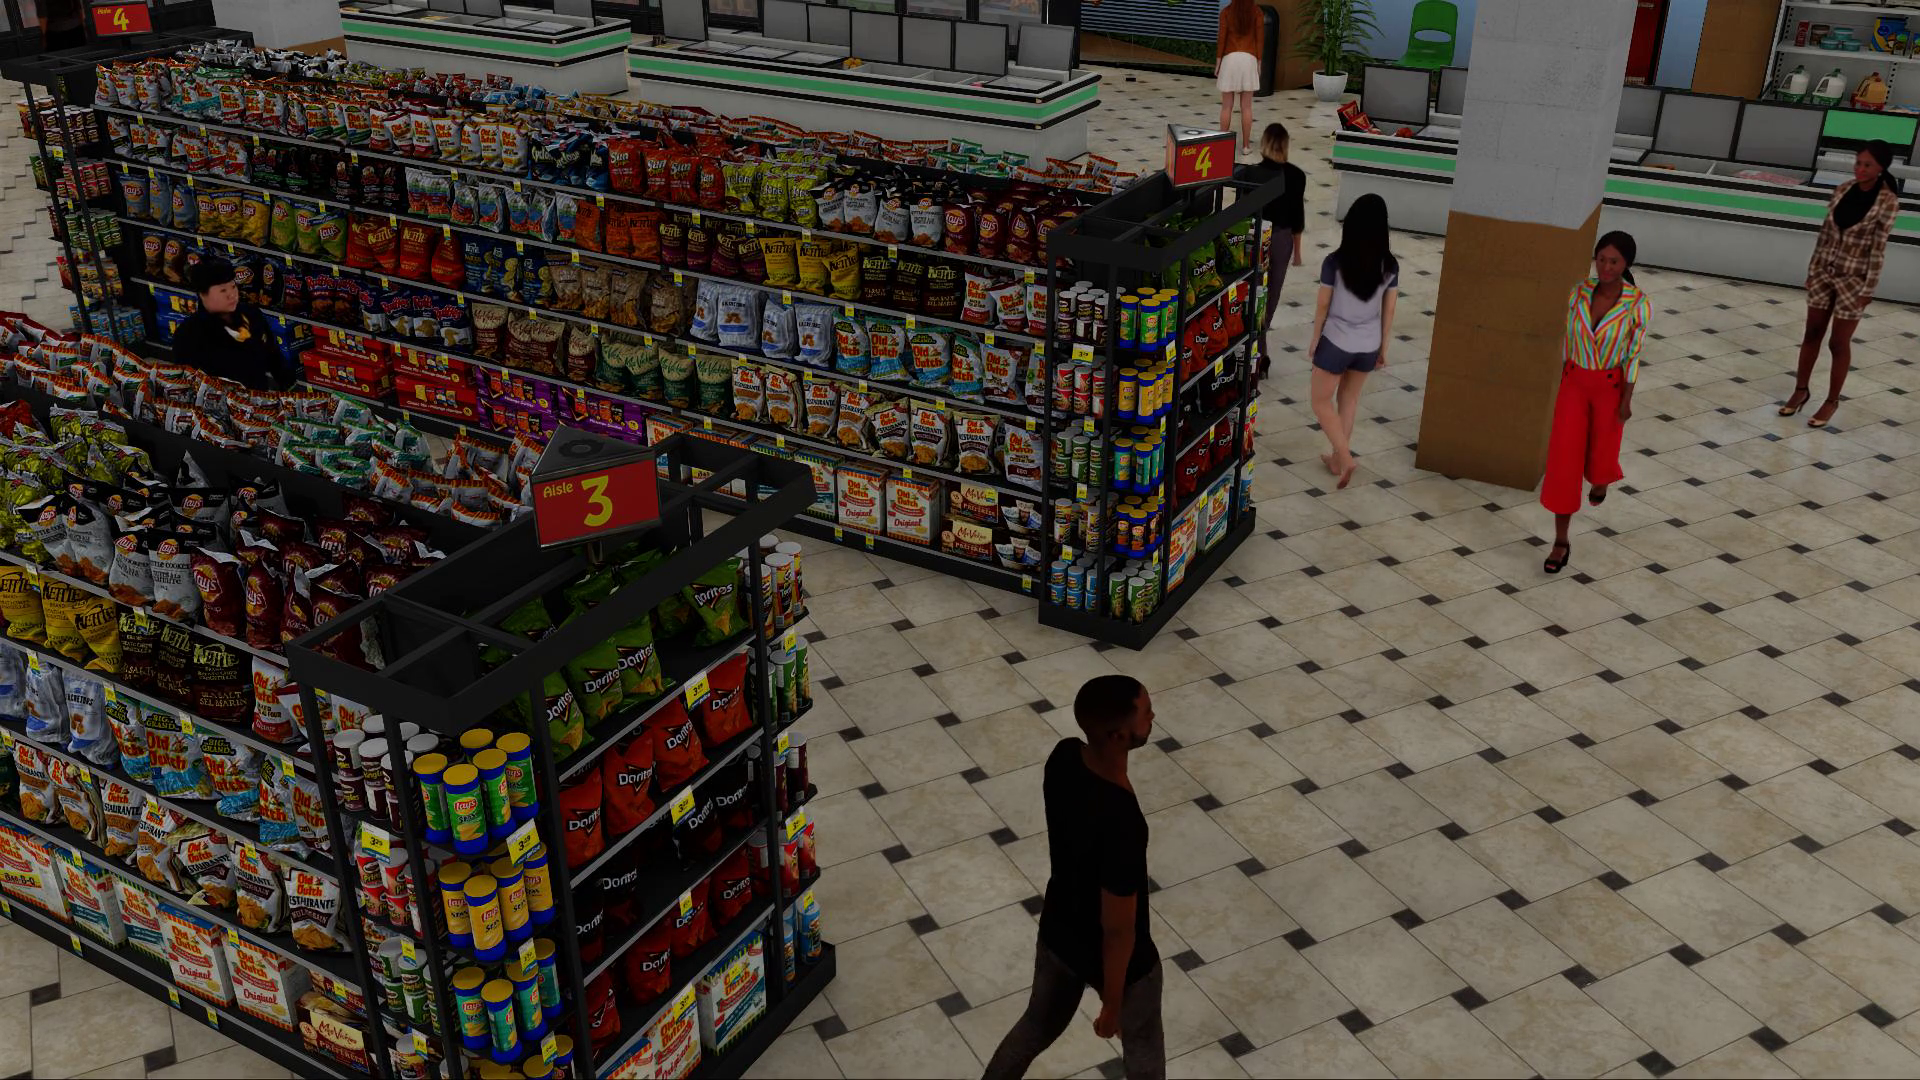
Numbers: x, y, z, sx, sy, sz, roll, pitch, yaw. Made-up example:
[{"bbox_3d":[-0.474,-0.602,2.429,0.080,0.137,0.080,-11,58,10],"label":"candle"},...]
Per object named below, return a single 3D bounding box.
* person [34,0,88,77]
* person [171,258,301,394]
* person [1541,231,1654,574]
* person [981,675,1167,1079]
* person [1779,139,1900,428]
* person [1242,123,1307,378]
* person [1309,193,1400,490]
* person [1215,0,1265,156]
[{"bbox_3d":[-9.421,-5.315,17.512,0.576,1.838,0.630,15,31,27],"label":"person"},{"bbox_3d":[-3.742,-0.633,8.488,0.922,1.649,0.766,11,29,21],"label":"person"},{"bbox_3d":[3.277,-0.720,8.531,1.039,1.766,0.684,18,32,31],"label":"person"},{"bbox_3d":[0.291,1.173,4.778,1.120,1.783,1.196,-13,30,-24],"label":"person"},{"bbox_3d":[5.390,-1.560,10.161,0.734,1.789,0.647,-12,29,-23],"label":"person"},{"bbox_3d":[2.025,-1.856,10.905,0.991,1.644,0.983,-2,27,-3],"label":"person"},{"bbox_3d":[2.189,-1.063,9.291,0.945,1.689,0.974,-4,27,-8],"label":"person"},{"bbox_3d":[2.746,-4.668,16.364,0.643,1.723,0.758,2,27,5],"label":"person"}]
